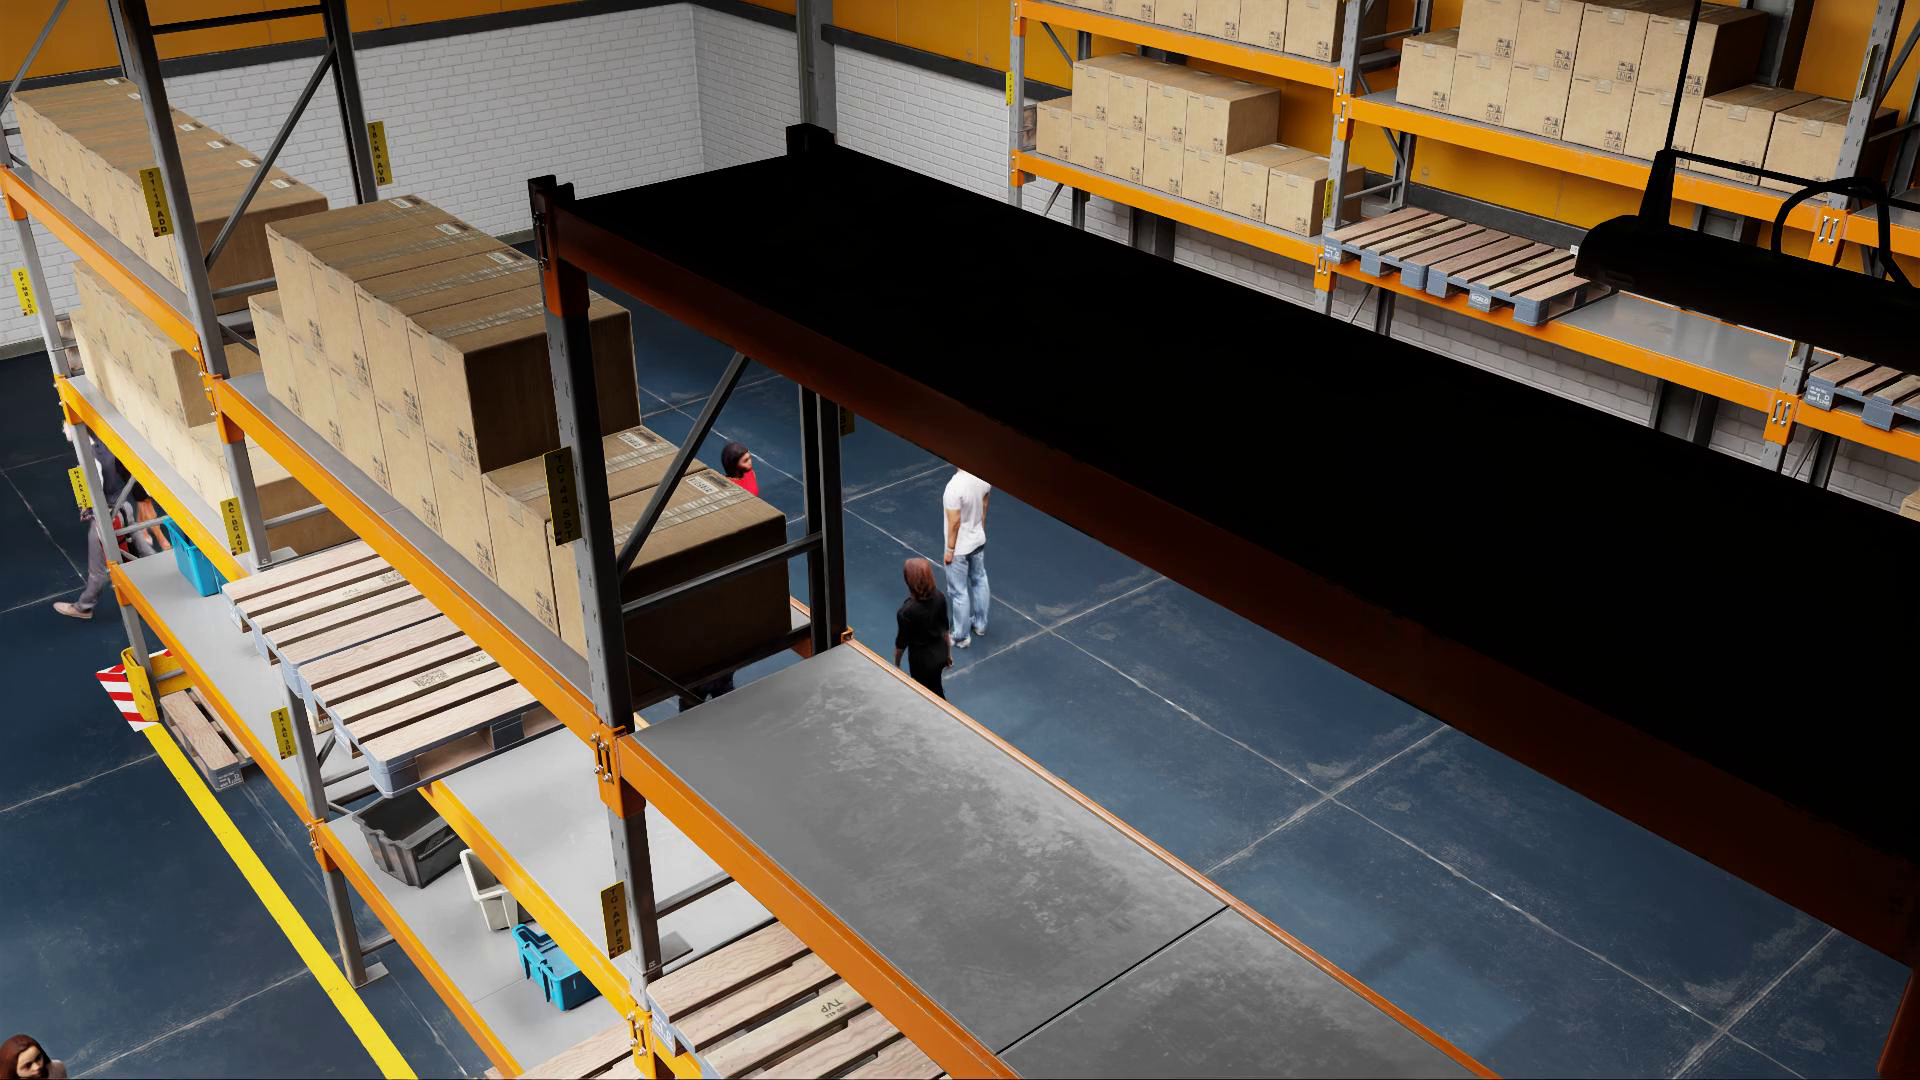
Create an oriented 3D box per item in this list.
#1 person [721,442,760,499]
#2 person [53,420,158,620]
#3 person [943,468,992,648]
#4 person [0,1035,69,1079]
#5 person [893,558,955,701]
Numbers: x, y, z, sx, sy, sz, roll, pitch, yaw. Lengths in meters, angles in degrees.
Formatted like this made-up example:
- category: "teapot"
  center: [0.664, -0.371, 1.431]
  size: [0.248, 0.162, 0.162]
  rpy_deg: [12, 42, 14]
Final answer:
- category: "person"
  center: [-1.846, -0.030, 13.675]
  size: [0.774, 1.735, 0.728]
  rpy_deg: [13, 31, 22]
- category: "person"
  center: [-6.934, -0.184, 13.792]
  size: [1.169, 1.895, 1.247]
  rpy_deg: [-3, 29, -5]
- category: "person"
  center: [0.046, 0.002, 13.480]
  size: [0.629, 1.866, 0.712]
  rpy_deg: [21, 35, 34]
- category: "person"
  center: [-4.529, 3.038, 8.312]
  size: [0.634, 1.485, 0.618]
  rpy_deg: [10, 30, 18]
- category: "person"
  center: [-0.165, 0.932, 11.968]
  size: [0.851, 1.682, 0.668]
  rpy_deg: [24, 36, 36]
